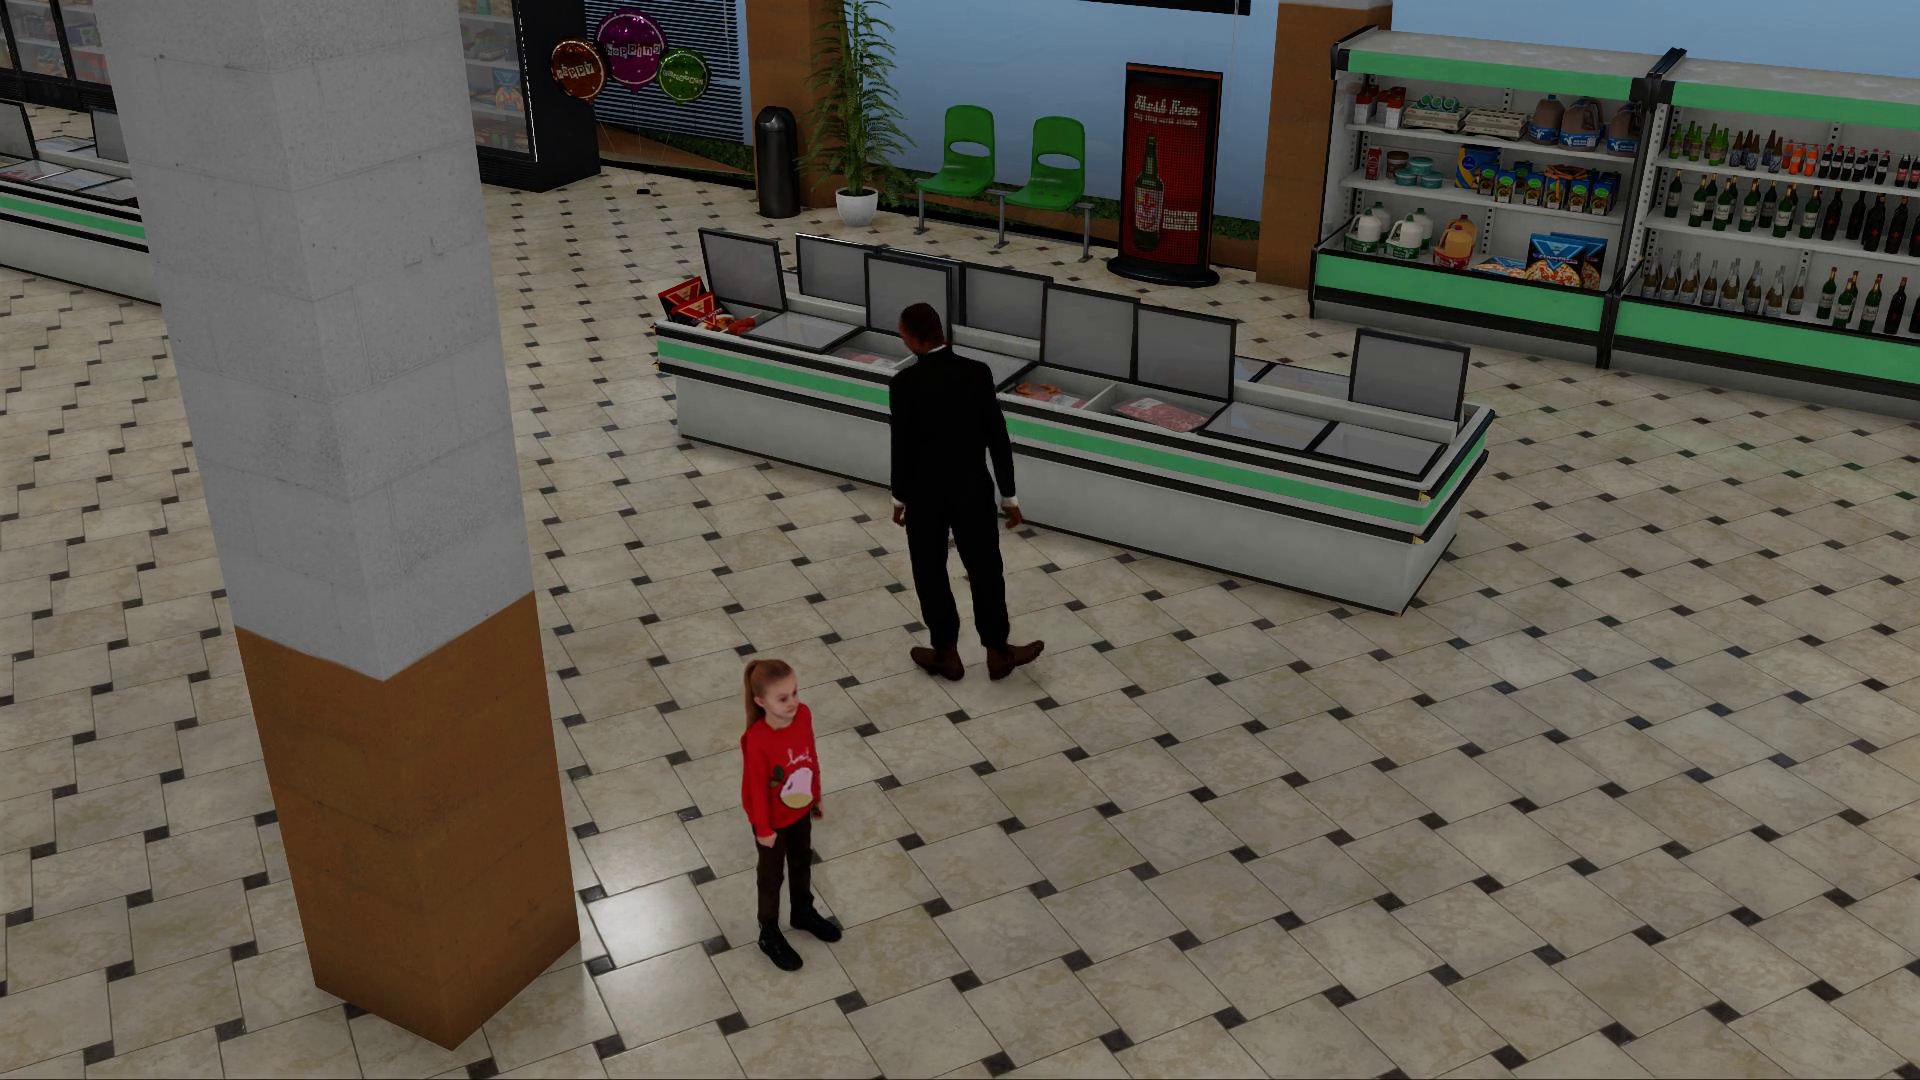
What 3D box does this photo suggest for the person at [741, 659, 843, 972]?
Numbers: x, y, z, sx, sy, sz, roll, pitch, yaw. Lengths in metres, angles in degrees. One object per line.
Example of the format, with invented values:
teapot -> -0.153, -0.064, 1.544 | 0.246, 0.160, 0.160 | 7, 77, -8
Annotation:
person -> -0.666, 1.000, 6.172 | 0.503, 1.281, 0.500 | 17, 31, 30

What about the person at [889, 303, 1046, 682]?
person -> 0.006, -0.190, 7.861 | 0.919, 1.876, 1.041 | 1, 27, 3
